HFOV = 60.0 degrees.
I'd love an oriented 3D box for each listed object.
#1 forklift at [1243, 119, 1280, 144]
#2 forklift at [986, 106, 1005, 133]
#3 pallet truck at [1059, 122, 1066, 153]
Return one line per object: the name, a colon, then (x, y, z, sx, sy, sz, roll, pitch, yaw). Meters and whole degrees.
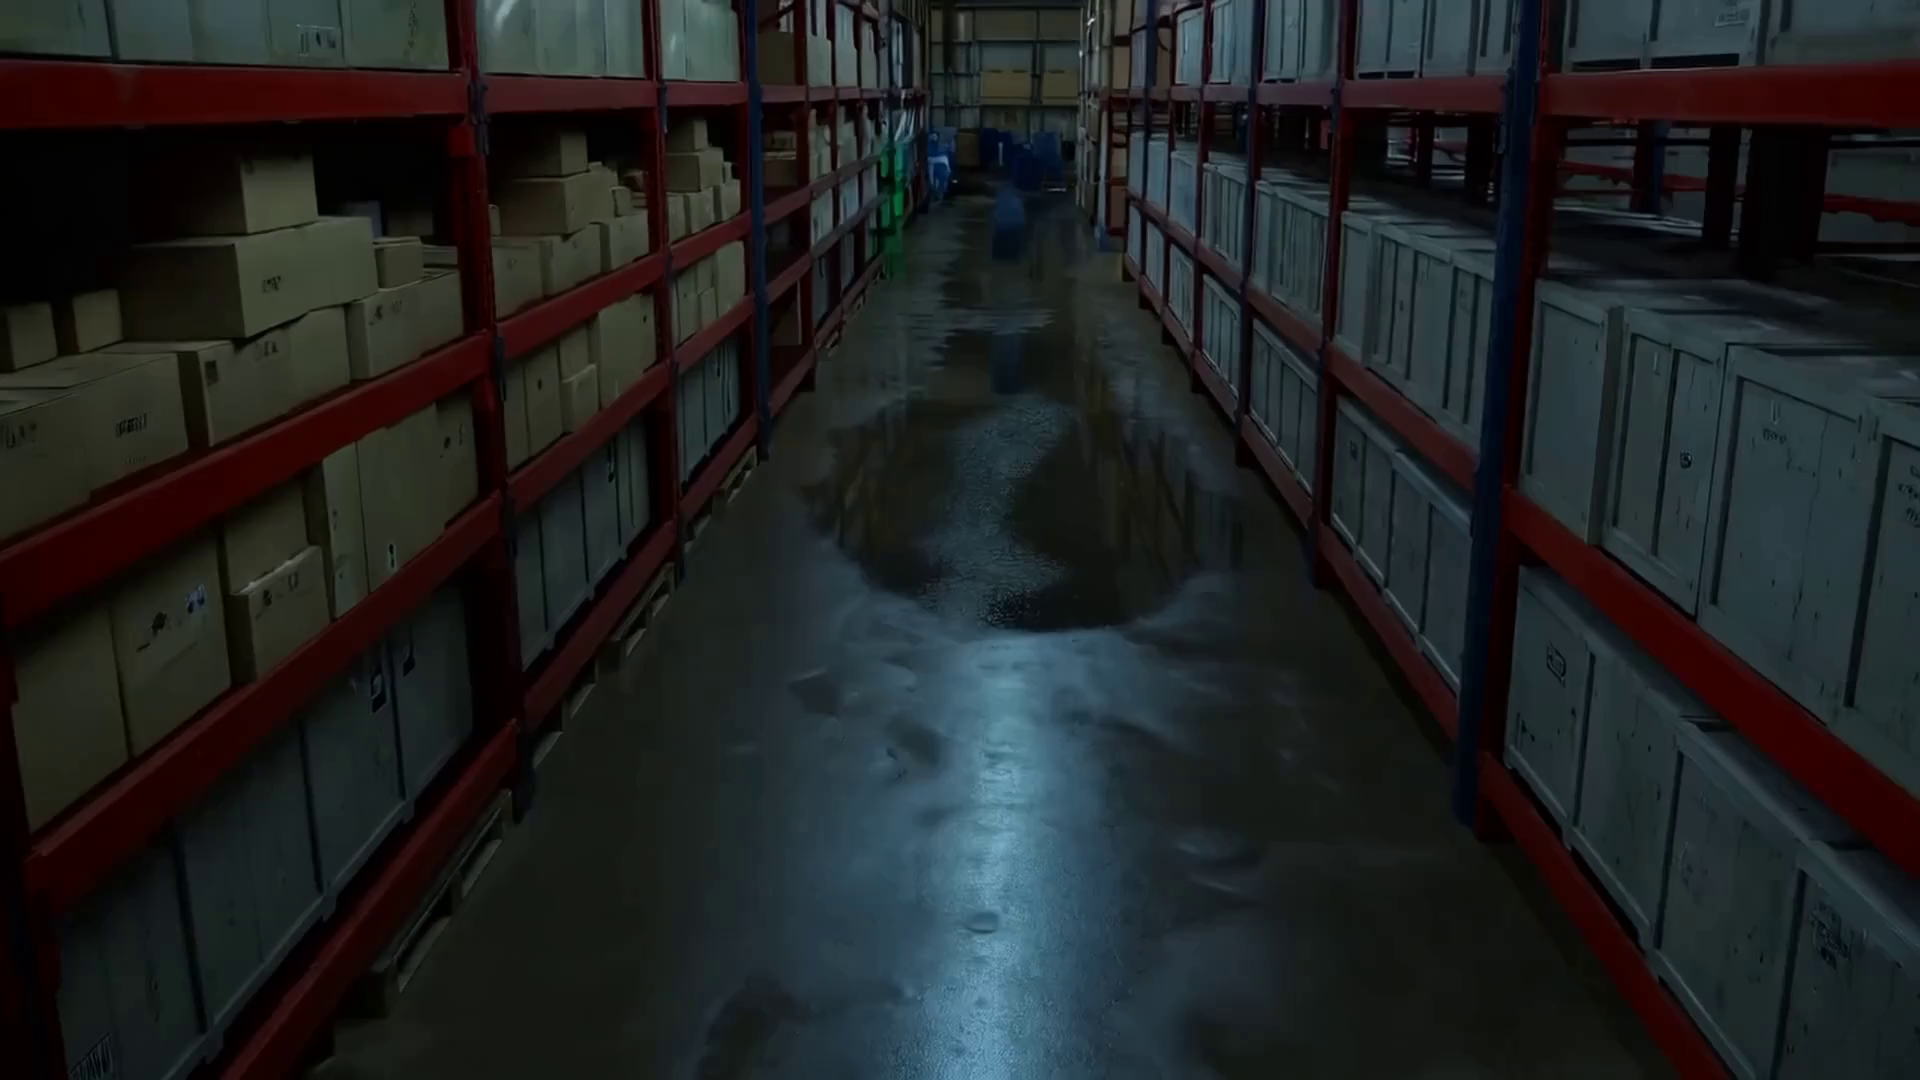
forklift: (7.726, -9.438, 42.907, 1.129, 2.768, 1.873, 0, 15, 2)
forklift: (1.788, -20.563, 84.299, 1.129, 2.768, 1.873, -7, 17, -24)
pallet truck: (5.788, -21.111, 88.014, 1.885, 1.965, 0.823, 5, 16, 18)
